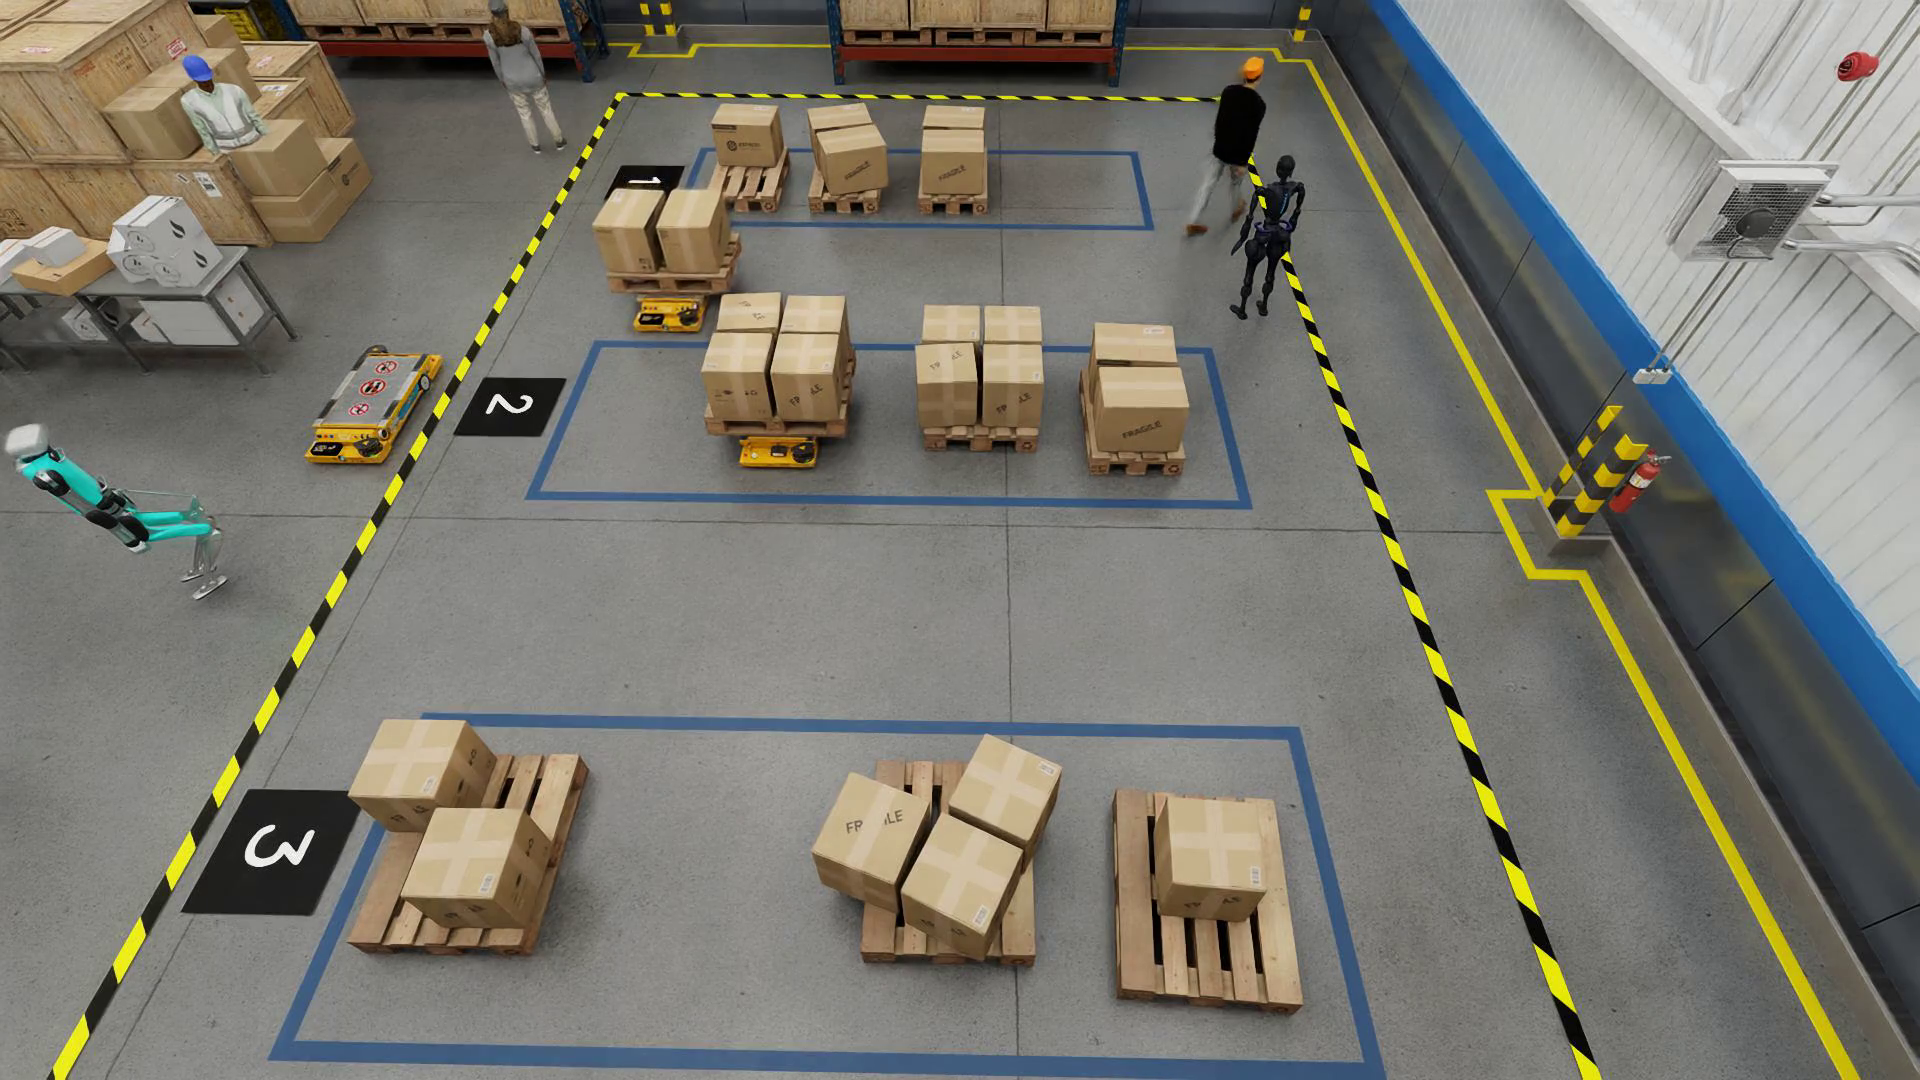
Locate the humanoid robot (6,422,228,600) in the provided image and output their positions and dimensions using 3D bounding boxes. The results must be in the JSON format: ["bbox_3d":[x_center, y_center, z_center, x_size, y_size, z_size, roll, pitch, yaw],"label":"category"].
[{"bbox_3d":[-5.794,-0.246,6.528,0.735,1.673,0.533,-36,58,-26],"label":"humanoid robot"}]

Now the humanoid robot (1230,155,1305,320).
[{"bbox_3d":[2.978,-2.927,8.914,0.599,1.653,0.315,-7,50,-6],"label":"humanoid robot"}]

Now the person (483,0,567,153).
[{"bbox_3d":[-5.305,-5.604,11.127,0.562,1.765,0.399,-12,51,-10],"label":"person"}]

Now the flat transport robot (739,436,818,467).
[{"bbox_3d":[-1.582,-1.235,8.394,0.652,0.197,1.431,1,50,1],"label":"flat transport robot"}]

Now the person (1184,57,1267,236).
[{"bbox_3d":[2.946,-4.213,9.908,0.994,1.821,0.612,-33,57,-25],"label":"person"}]

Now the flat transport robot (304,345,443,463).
[{"bbox_3d":[-5.383,-1.269,8.441,0.659,0.231,1.431,1,50,1],"label":"flat transport robot"}]

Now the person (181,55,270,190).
[{"bbox_3d":[-7.658,-4.179,9.813,0.606,1.939,0.411,-33,57,-24],"label":"person"}]

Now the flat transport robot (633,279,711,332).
[{"bbox_3d":[-2.948,-2.706,9.639,0.652,0.197,1.431,1,50,1],"label":"flat transport robot"}]
